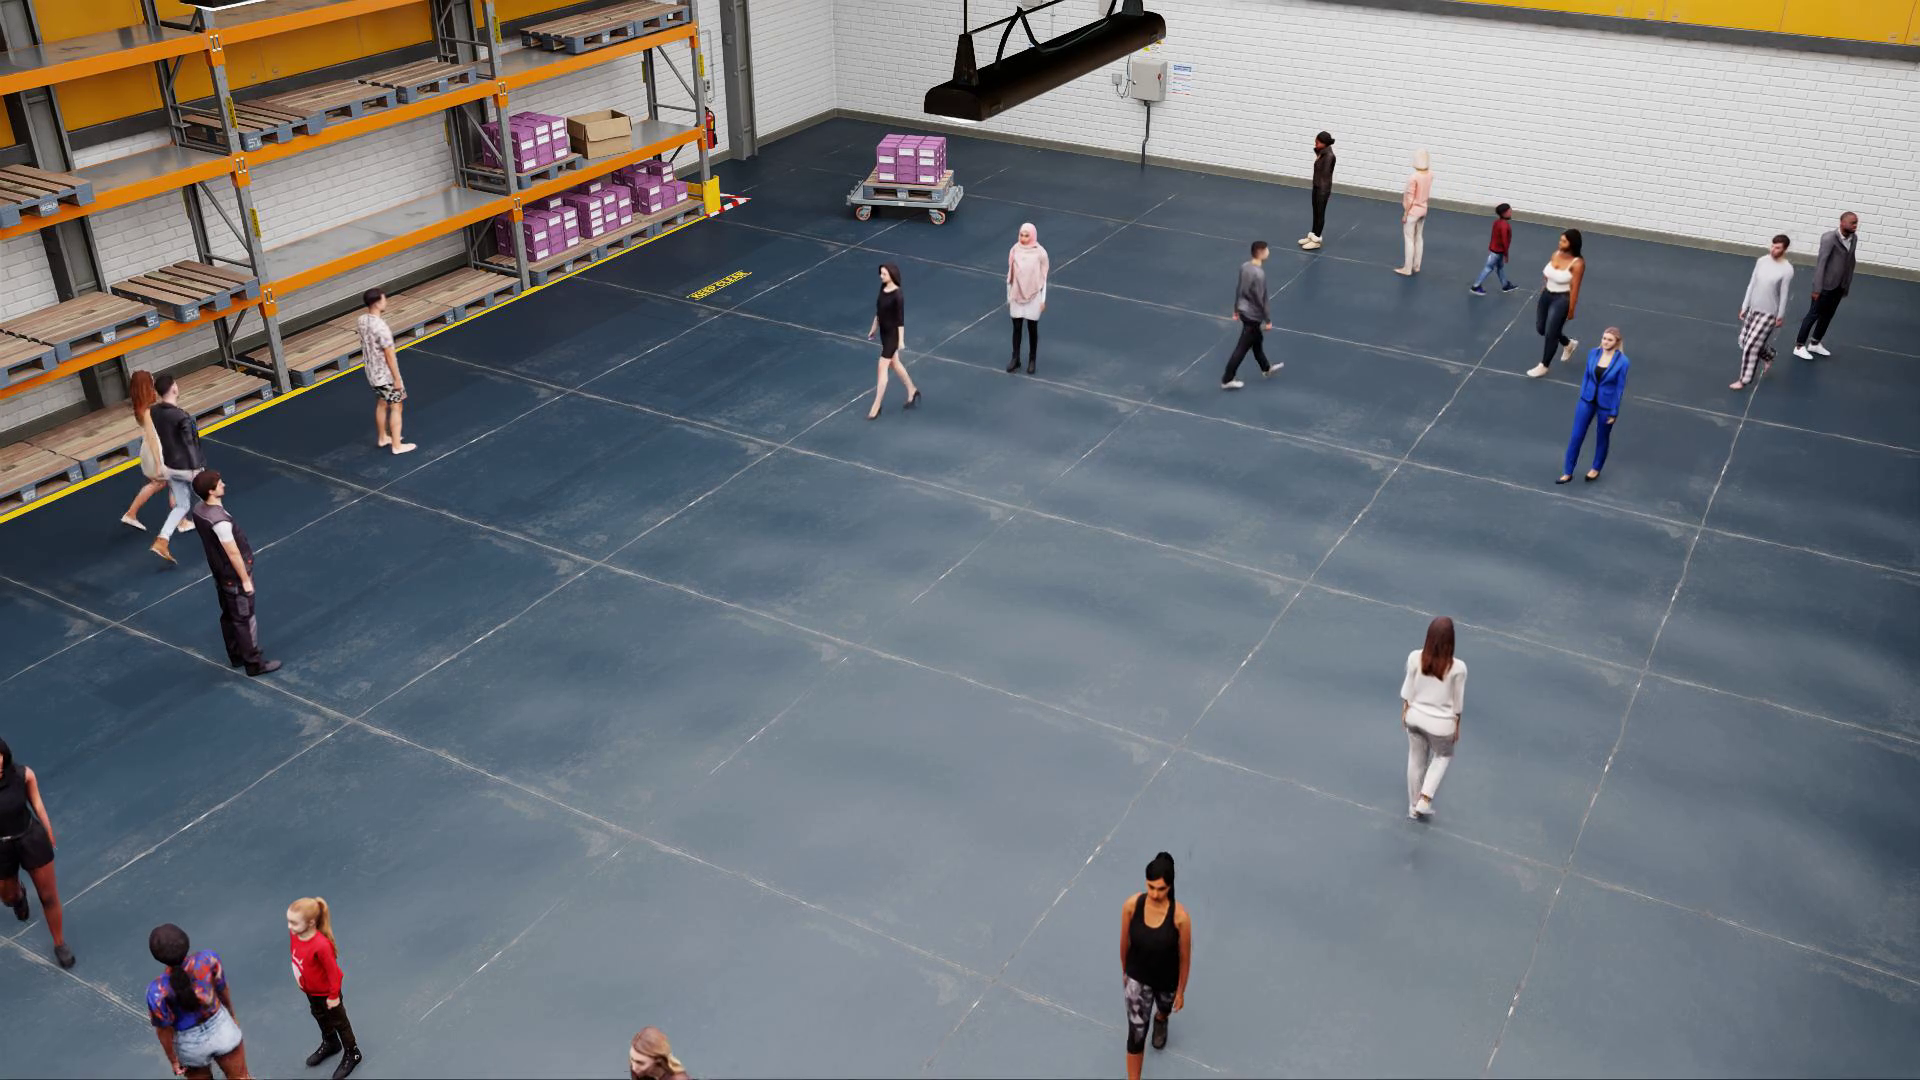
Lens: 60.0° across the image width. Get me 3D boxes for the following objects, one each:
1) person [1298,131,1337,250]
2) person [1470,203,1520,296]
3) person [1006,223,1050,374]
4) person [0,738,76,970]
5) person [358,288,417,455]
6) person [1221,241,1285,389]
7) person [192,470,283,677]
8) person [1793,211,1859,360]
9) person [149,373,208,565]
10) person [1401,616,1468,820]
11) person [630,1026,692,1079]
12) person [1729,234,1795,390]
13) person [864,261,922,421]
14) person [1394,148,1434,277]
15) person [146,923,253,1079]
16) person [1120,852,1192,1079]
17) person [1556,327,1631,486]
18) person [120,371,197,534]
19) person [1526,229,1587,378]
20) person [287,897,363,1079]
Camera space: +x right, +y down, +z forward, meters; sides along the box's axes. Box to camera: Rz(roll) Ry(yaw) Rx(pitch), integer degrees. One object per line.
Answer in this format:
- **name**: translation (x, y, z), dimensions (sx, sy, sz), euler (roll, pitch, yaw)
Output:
- **person**: translation (5.132, -4.968, 23.562), dimensions (0.764, 1.659, 0.703), euler (22, 36, 35)
- **person**: translation (7.013, -3.806, 21.881), dimensions (0.832, 1.229, 0.892), euler (1, 29, 1)
- **person**: translation (0.776, -2.836, 19.503), dimensions (0.686, 1.803, 0.659), euler (8, 30, 14)
- **person**: translation (-6.129, 1.972, 10.769), dimensions (0.993, 1.726, 0.902), euler (-20, 34, -32)
- **person**: translation (-6.115, -1.784, 17.571), dimensions (0.718, 1.807, 0.629), euler (22, 35, 34)
- **person**: translation (3.257, -2.538, 19.046), dimensions (1.171, 1.718, 1.067), euler (-10, 30, -18)
- **person**: translation (-6.052, 0.267, 13.769), dimensions (0.702, 1.848, 0.645), euler (24, 37, 37)
- **person**: translation (10.396, -3.061, 19.907), dimensions (0.758, 1.813, 0.846), euler (-10, 30, -18)
- **person**: translation (-7.281, -0.633, 15.463), dimensions (0.759, 1.806, 1.083), euler (13, 31, 23)
- **person**: translation (3.387, 1.334, 11.986), dimensions (0.604, 1.681, 0.599), euler (15, 32, 26)
- **person**: translation (-1.441, 3.147, 8.661), dimensions (0.655, 1.682, 0.961), euler (19, 34, 31)
- **person**: translation (9.290, -2.644, 19.131), dimensions (1.093, 1.823, 0.962), euler (-13, 31, -22)
- **person**: translation (-0.707, -2.235, 18.436), dimensions (1.070, 1.771, 0.947), euler (-12, 31, -21)
- **person**: translation (6.181, -4.458, 22.559), dimensions (0.580, 1.724, 0.729), euler (-22, 35, -34)
- **person**: translation (-4.131, 2.825, 9.207), dimensions (0.804, 1.726, 0.947), euler (24, 37, 37)
- **person**: translation (1.184, 2.525, 9.868), dimensions (0.801, 1.619, 1.170), euler (7, 29, 13)
- **person**: translation (6.573, -1.382, 16.966), dimensions (0.732, 1.681, 0.941), euler (22, 36, 35)
- **person**: translation (-7.757, -0.800, 15.887), dimensions (1.043, 1.692, 0.846), euler (-13, 31, -23)
- **person**: translation (7.042, -2.774, 19.401), dimensions (1.088, 1.792, 0.997), euler (-10, 30, -18)
- **person**: translation (-3.830, 2.664, 9.967), dimensions (0.495, 1.281, 0.479), euler (17, 33, 28)
